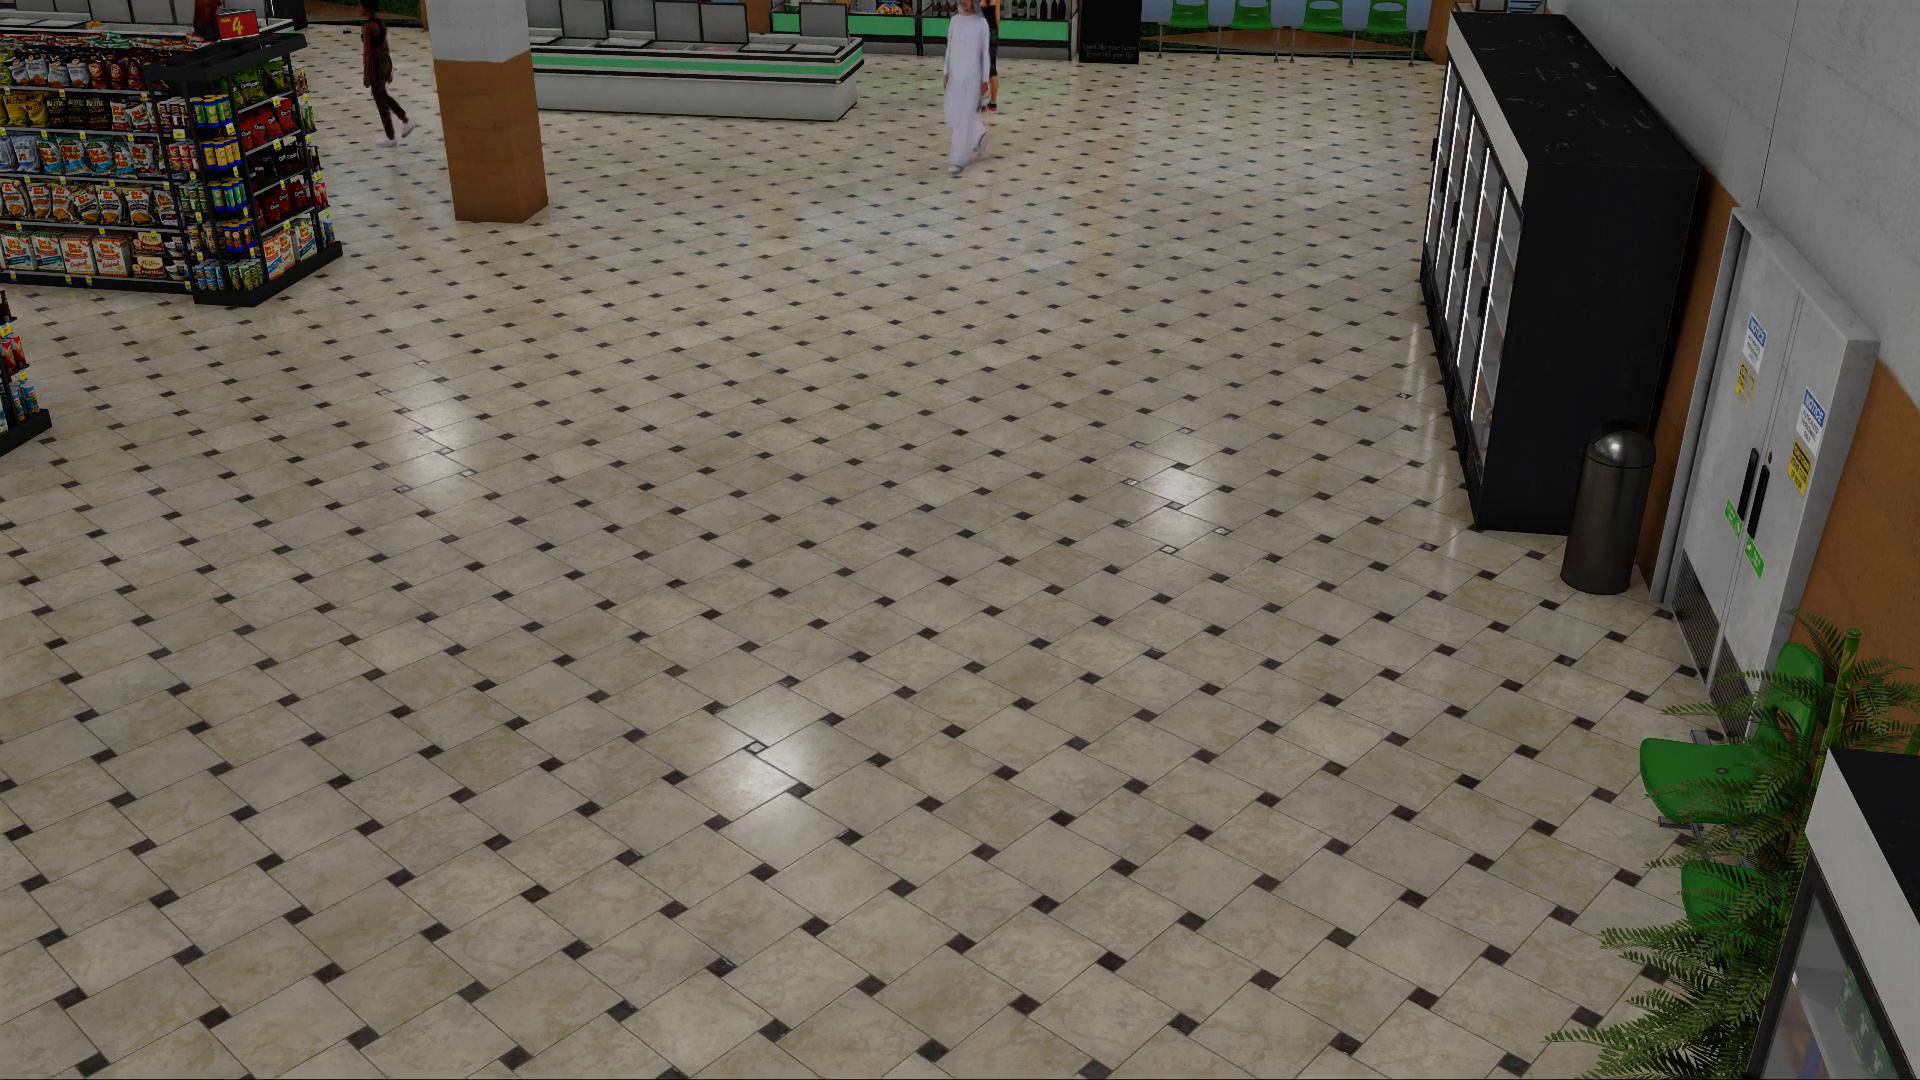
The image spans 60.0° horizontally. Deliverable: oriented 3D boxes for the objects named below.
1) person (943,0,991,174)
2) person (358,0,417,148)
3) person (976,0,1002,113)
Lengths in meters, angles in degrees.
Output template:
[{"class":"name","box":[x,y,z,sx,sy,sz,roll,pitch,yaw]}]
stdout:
[{"class":"person","box":[0.100,-4.985,17.960,1.158,1.905,1.051,17,32,30]},{"class":"person","box":[-6.486,-5.301,18.829,0.707,1.684,0.590,3,27,7]},{"class":"person","box":[0.316,-6.176,20.503,0.651,1.729,0.726,-13,30,-25]}]
